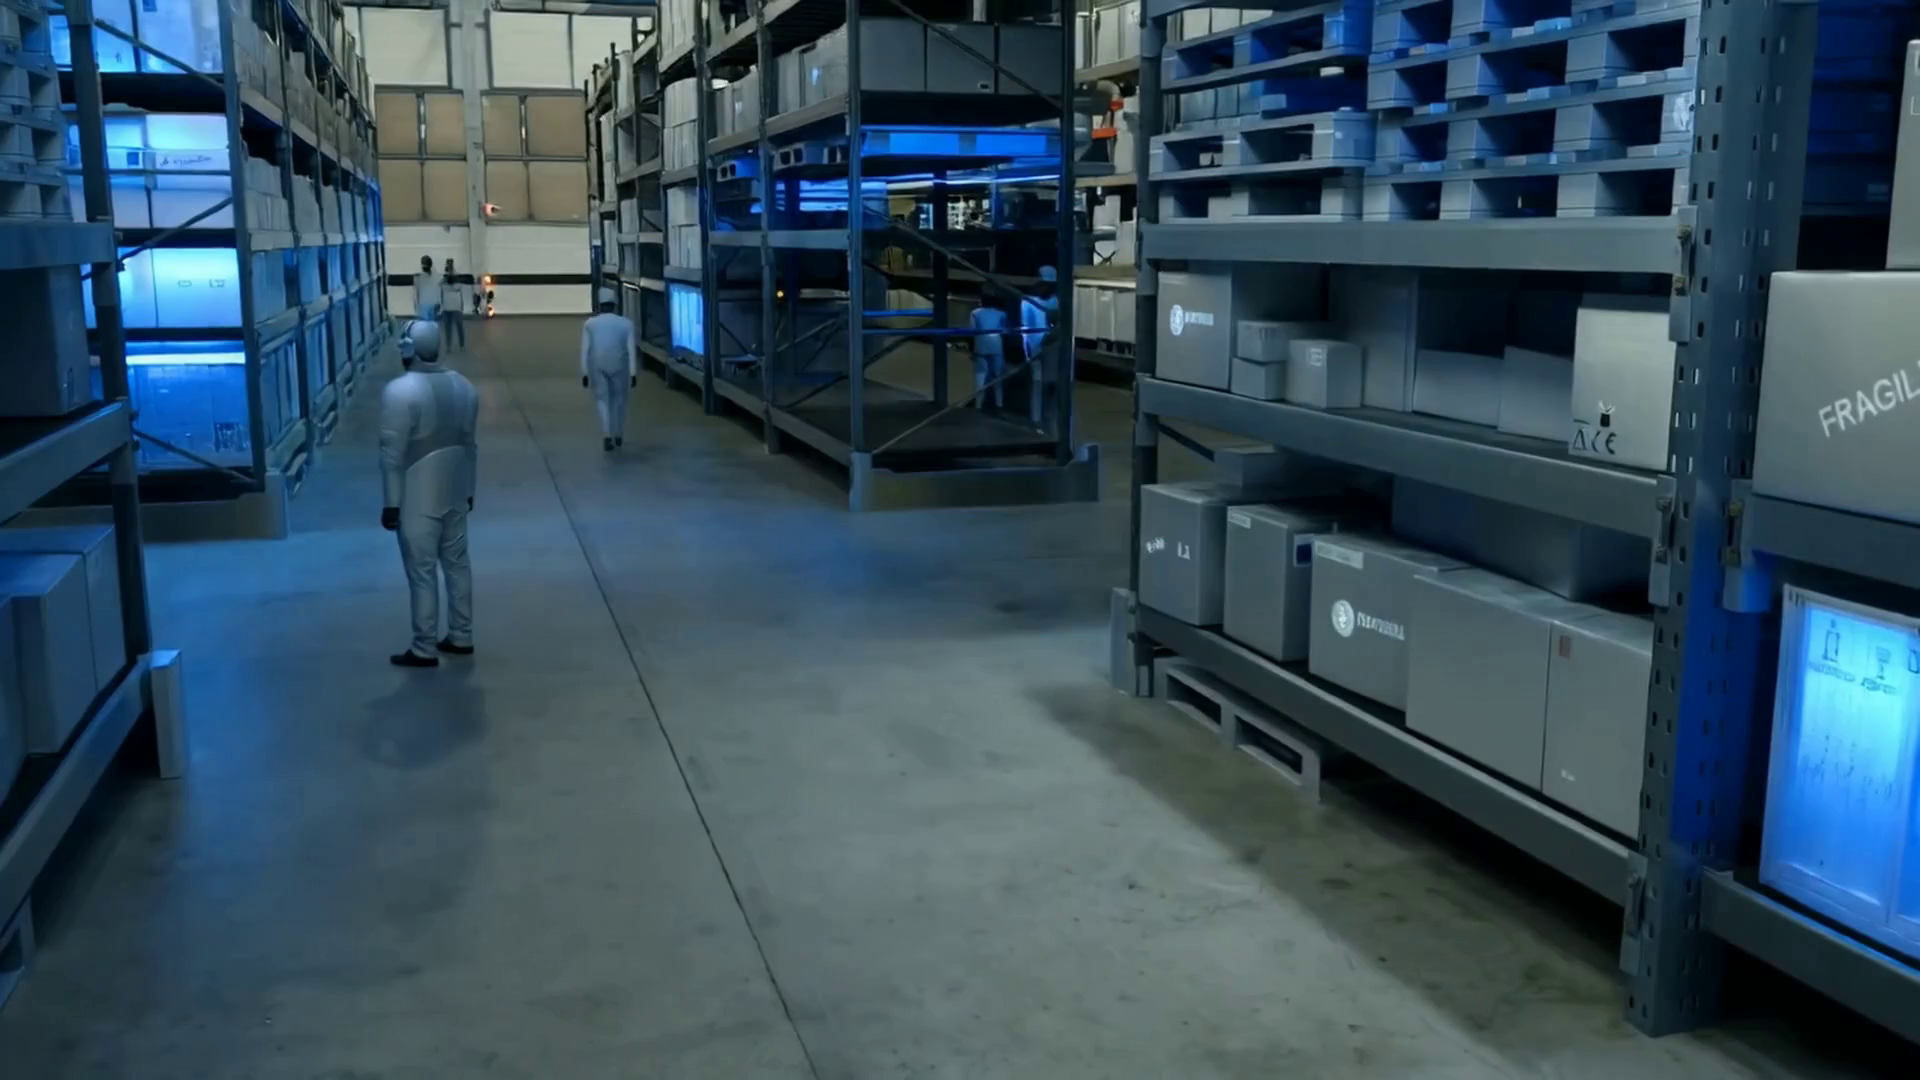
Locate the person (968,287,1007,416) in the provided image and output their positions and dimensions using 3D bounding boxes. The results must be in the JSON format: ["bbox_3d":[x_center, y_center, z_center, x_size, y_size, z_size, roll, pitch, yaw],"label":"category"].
[{"bbox_3d":[0.363,-2.466,21.832,0.531,1.698,0.320,-2,10,-9],"label":"person"}]

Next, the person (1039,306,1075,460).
[{"bbox_3d":[1.024,-1.657,17.601,0.287,1.624,0.494,-8,13,-38],"label":"person"}]

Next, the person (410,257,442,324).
[{"bbox_3d":[-11.043,-4.881,34.457,0.656,1.931,1.009,-2,10,-9],"label":"person"}]

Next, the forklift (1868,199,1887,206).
[{"bbox_3d":[11.338,-2.915,21.052,1.129,2.768,1.873,-3,11,-17],"label":"forklift"}]

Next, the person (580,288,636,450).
[{"bbox_3d":[-3.910,-1.904,18.506,0.605,1.795,0.910,-2,11,-13],"label":"person"}]

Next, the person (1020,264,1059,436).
[{"bbox_3d":[0.999,-2.167,19.270,0.607,2.023,0.684,-2,11,-11],"label":"person"}]

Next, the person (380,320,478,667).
[{"bbox_3d":[-2.943,-0.258,9.188,0.400,1.901,0.645,5,11,25],"label":"person"}]

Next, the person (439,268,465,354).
[{"bbox_3d":[-10.331,-4.678,33.900,0.542,1.731,0.883,0,10,2],"label":"person"}]
